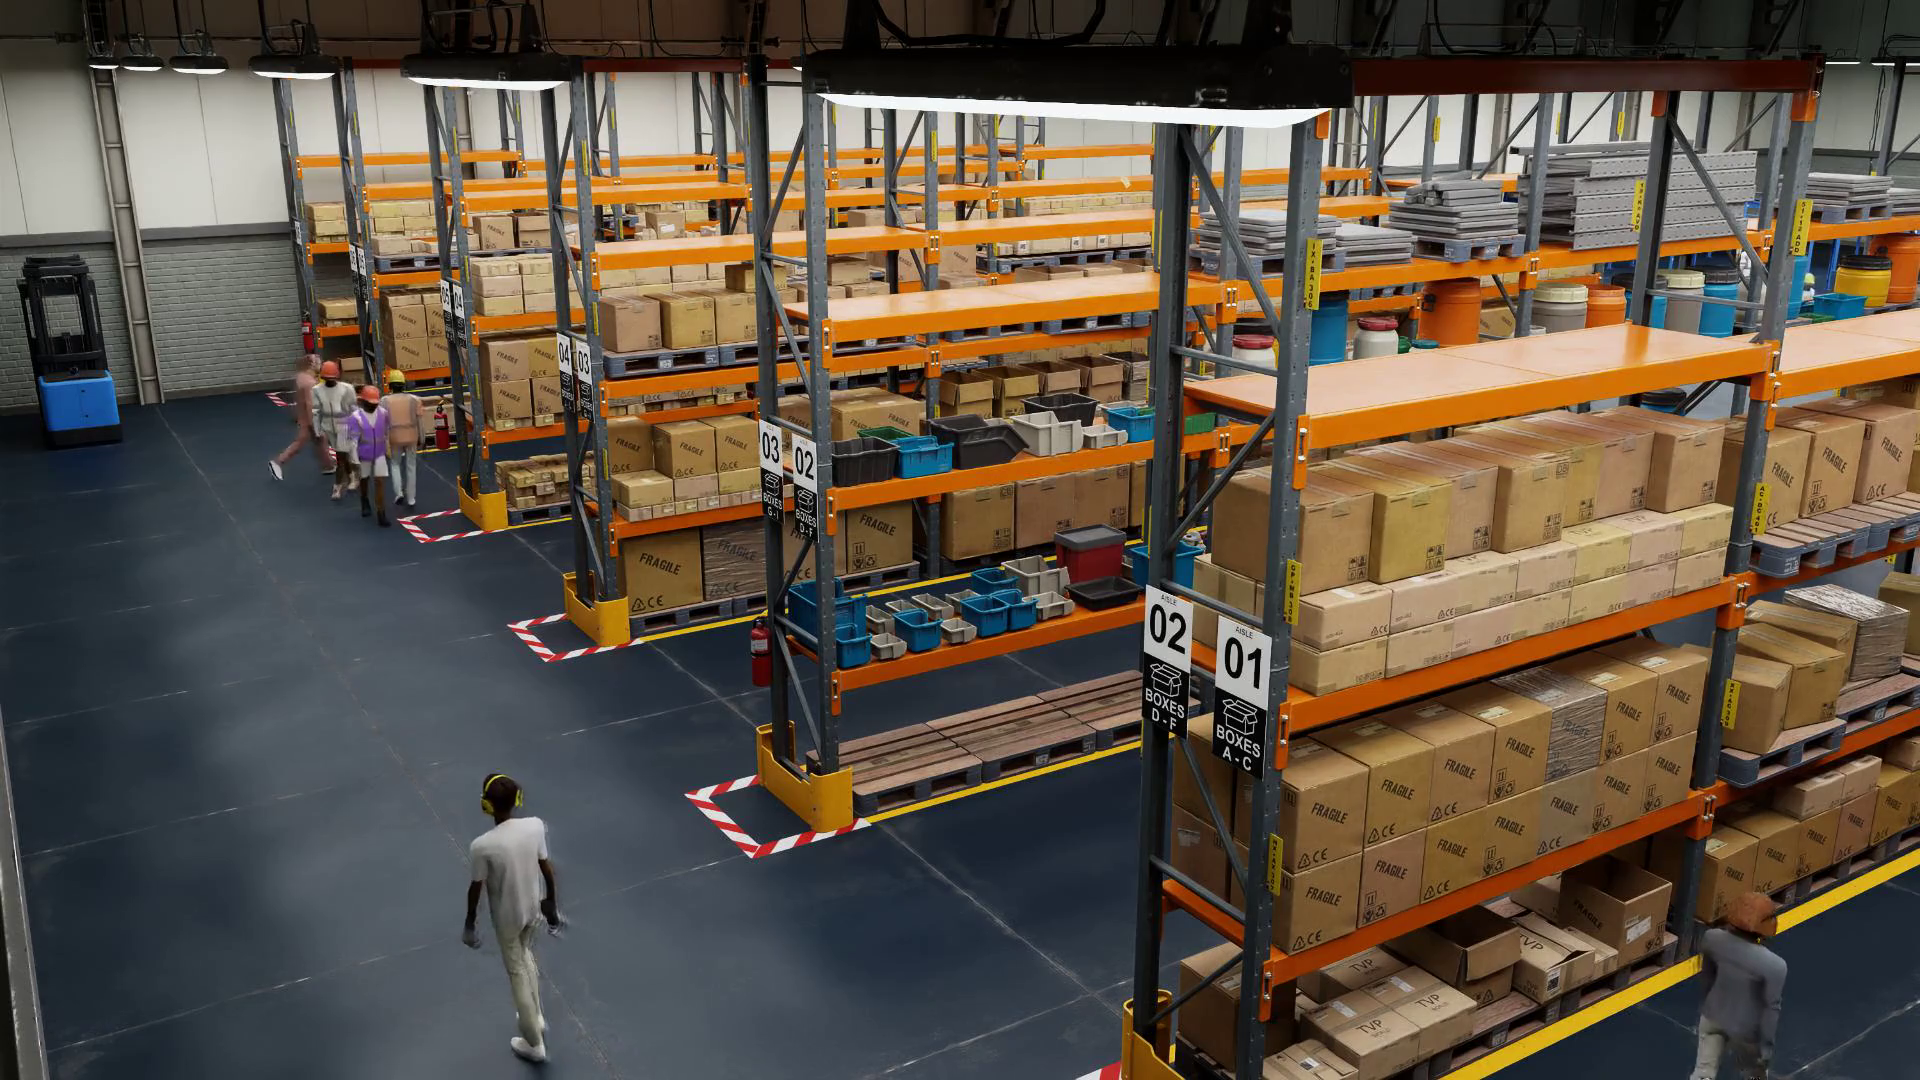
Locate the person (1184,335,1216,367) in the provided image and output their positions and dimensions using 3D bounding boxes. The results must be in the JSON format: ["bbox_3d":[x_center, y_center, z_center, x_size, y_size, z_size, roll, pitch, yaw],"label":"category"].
[{"bbox_3d":[3.908,-2.699,26.020,0.803,1.911,0.640,-13,21,-36],"label":"person"}]

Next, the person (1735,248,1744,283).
[{"bbox_3d":[19.850,-6.893,39.899,0.344,1.839,0.504,-14,22,-39],"label":"person"}]

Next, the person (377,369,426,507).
[{"bbox_3d":[-7.684,-1.400,21.762,0.600,1.910,0.418,-6,18,-19],"label":"person"}]

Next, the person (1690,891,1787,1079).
[{"bbox_3d":[4.388,2.701,8.853,0.871,1.579,0.514,-10,20,-31],"label":"person"}]

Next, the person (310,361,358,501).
[{"bbox_3d":[-8.766,-1.569,22.236,0.621,1.965,1.050,0,17,-1],"label":"person"}]

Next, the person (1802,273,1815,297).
[{"bbox_3d":[17.180,-4.585,32.384,0.610,1.814,0.590,-5,18,-15],"label":"person"}]

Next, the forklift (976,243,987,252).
[{"bbox_3d":[0.988,-5.474,34.718,1.214,2.155,2.313,-10,20,-31],"label":"forklift"}]

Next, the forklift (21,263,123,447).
[{"bbox_3d":[-14.518,-3.079,25.708,1.129,2.768,1.873,-10,20,-31],"label":"forklift"}]

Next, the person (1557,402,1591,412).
[{"bbox_3d":[10.520,-2.894,26.764,0.928,1.867,0.629,-15,23,-41],"label":"person"}]

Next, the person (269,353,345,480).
[{"bbox_3d":[-9.706,-1.818,23.270,0.985,1.848,0.666,-8,19,-25],"label":"person"}]

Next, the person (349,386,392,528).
[{"bbox_3d":[-7.889,-1.165,21.077,0.567,1.877,0.996,-13,21,-37],"label":"person"}]

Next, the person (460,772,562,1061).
[{"bbox_3d":[-2.801,2.307,9.729,0.649,1.846,0.522,12,20,33],"label":"person"}]

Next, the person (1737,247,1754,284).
[{"bbox_3d":[18.906,-6.302,37.796,0.551,1.934,0.373,3,17,9],"label":"person"}]
